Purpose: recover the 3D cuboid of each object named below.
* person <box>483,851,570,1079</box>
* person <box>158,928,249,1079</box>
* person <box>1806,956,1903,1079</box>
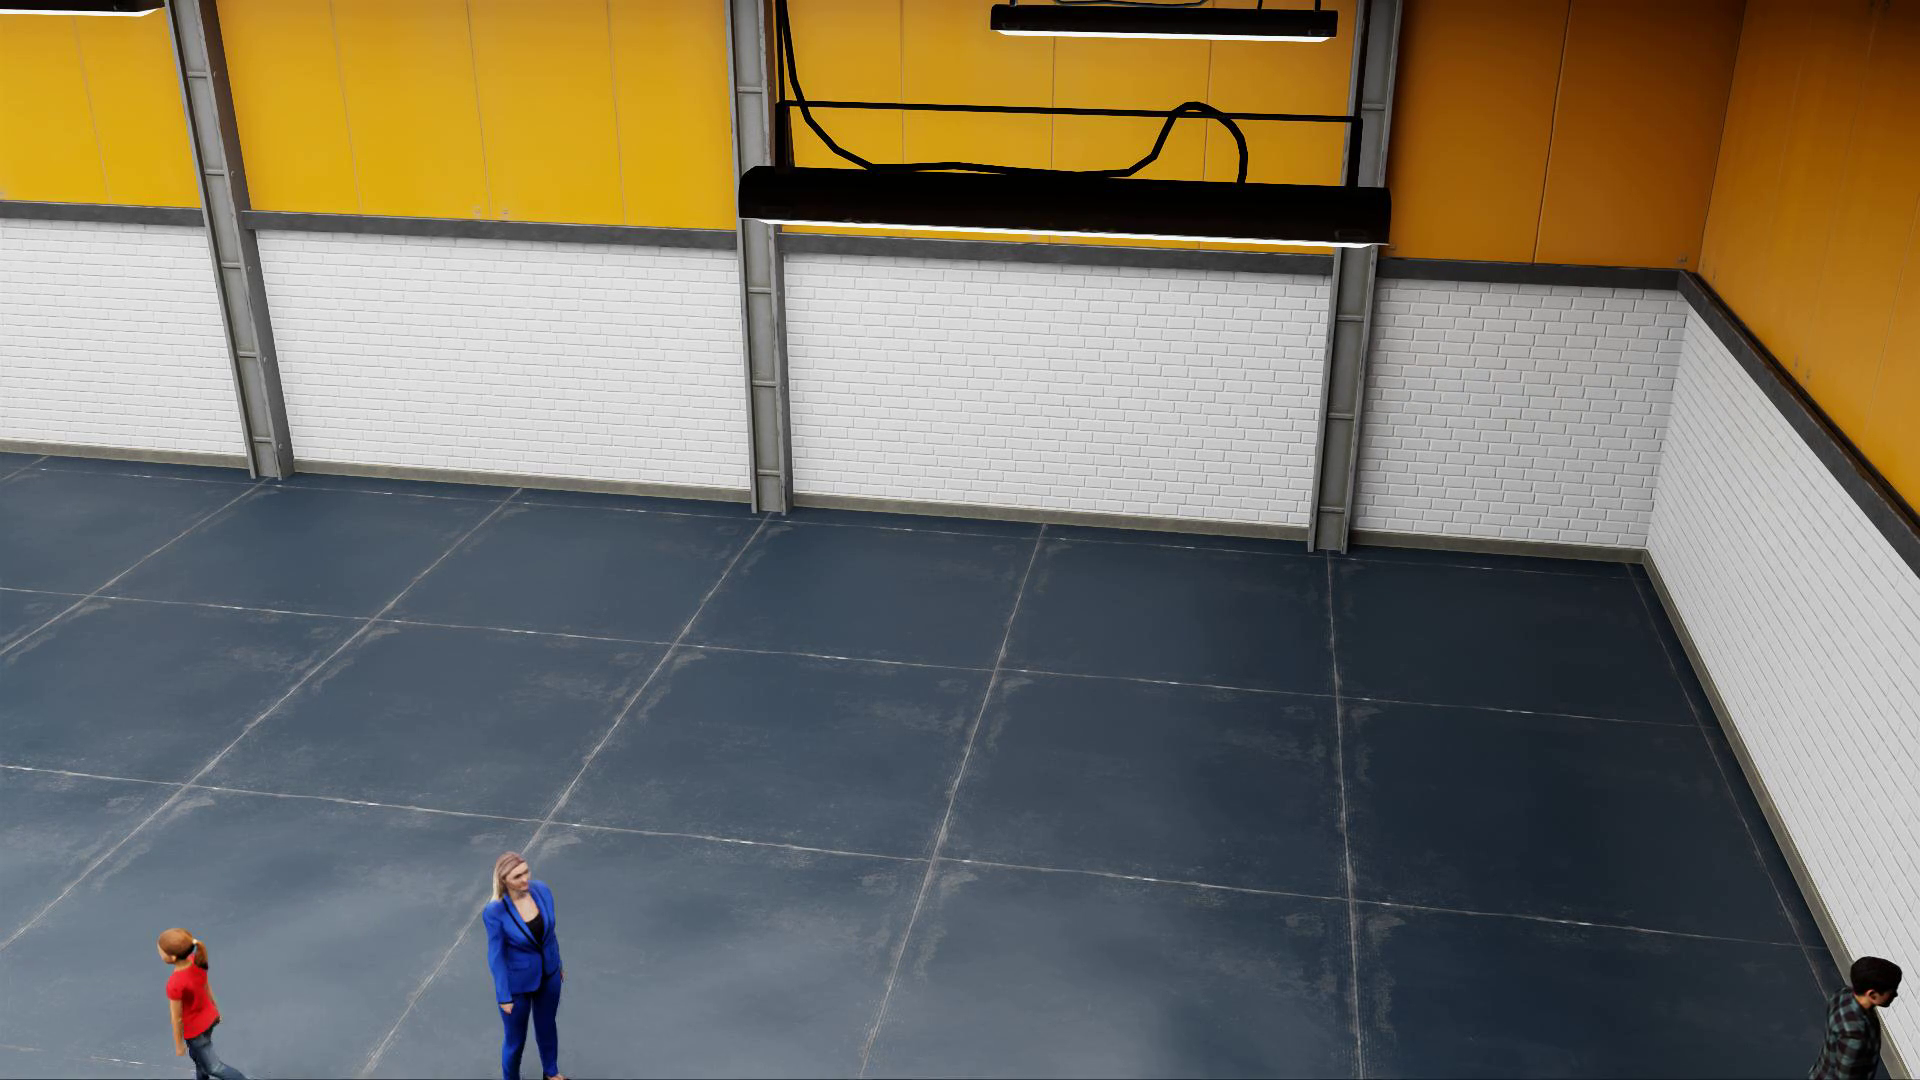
[{"bbox_3d":[-2.527,2.532,9.637,0.712,1.711,0.708,17,29,33],"label":"person"},{"bbox_3d":[-4.302,2.796,9.565,0.890,1.286,0.542,1,24,2],"label":"person"},{"bbox_3d":[4.573,2.860,8.704,0.596,1.709,0.702,10,25,21],"label":"person"}]
